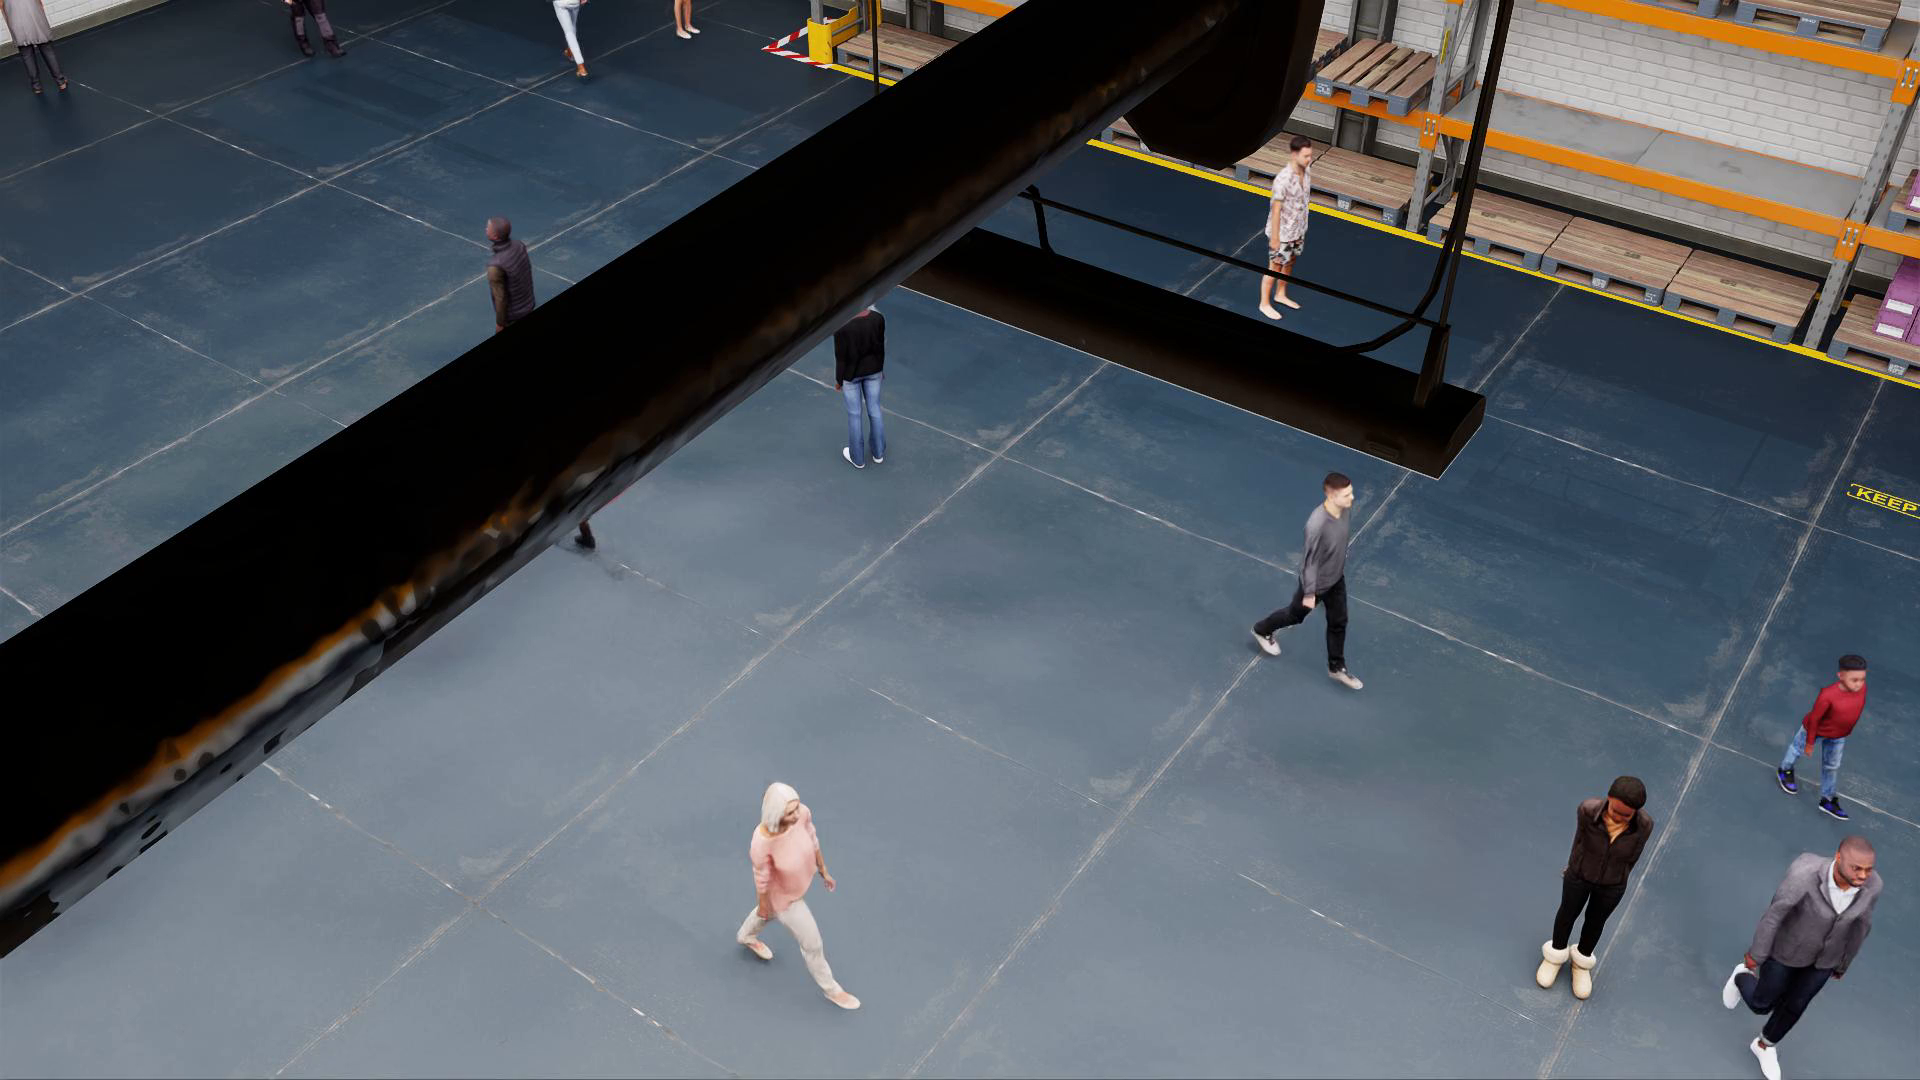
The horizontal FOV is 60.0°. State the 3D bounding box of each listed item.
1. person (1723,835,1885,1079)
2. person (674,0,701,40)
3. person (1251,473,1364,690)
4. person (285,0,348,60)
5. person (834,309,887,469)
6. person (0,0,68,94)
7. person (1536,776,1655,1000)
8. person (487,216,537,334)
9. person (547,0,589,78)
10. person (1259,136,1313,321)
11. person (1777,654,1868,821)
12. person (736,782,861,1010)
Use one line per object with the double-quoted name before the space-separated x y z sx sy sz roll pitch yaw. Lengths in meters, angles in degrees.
"person" 4.634 2.211 9.216 0.963 1.807 1.001 4 39 5
"person" -3.578 -7.321 21.236 0.620 1.702 0.598 29 47 32
"person" 2.468 0.240 11.743 1.163 1.733 0.703 28 46 30
"person" -8.227 -6.865 20.574 1.109 1.816 0.784 29 47 31
"person" -0.815 -1.379 13.758 0.679 1.750 0.700 -14 41 -17
"person" -11.155 -6.178 19.884 0.761 1.603 0.808 -17 42 -20
"person" 3.700 1.942 9.670 0.637 1.661 0.704 -3 39 -4
"person" -3.861 -1.983 14.445 0.723 1.836 0.768 8 39 10
"person" -4.740 -6.501 20.125 0.958 1.807 1.263 -22 43 -25
"person" 3.077 -2.980 15.712 0.622 1.812 0.703 31 48 33
"person" 5.661 1.194 10.946 0.793 1.238 0.853 -7 39 -8
"person" -1.064 1.969 9.620 1.162 1.682 0.686 20 43 23
